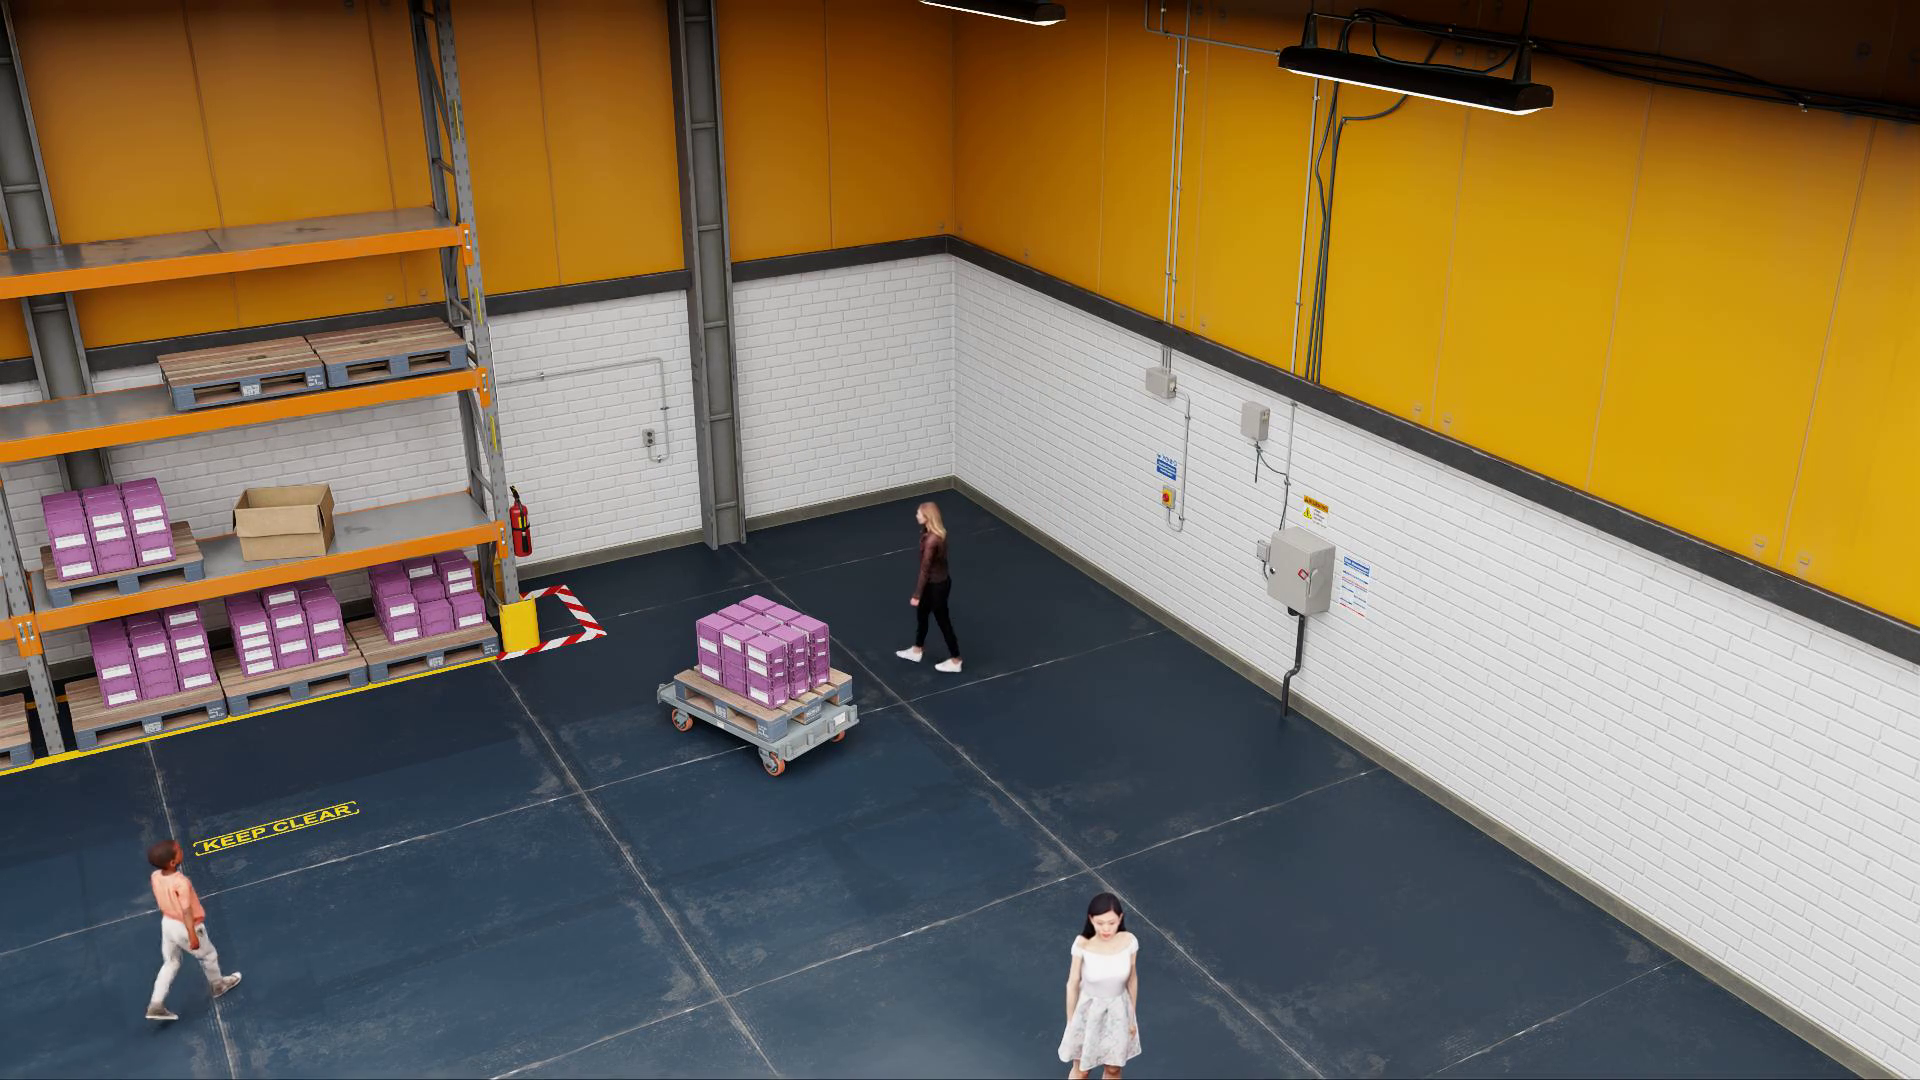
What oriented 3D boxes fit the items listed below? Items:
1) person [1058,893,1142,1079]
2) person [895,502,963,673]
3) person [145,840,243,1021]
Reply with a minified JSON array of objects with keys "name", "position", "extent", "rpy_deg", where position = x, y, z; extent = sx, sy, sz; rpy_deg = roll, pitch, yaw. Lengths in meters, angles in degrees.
[{"name":"person","position":[0.823,2.822,9.720],"extent":[0.699,1.774,0.805],"rpy_deg":[-3,24,-7]},{"name":"person","position":[-0.129,0.462,15.240],"extent":[1.000,1.676,0.900],"rpy_deg":[2,24,5]},{"name":"person","position":[-5.164,2.565,10.900],"extent":[0.787,1.300,0.959],"rpy_deg":[12,26,26]}]
